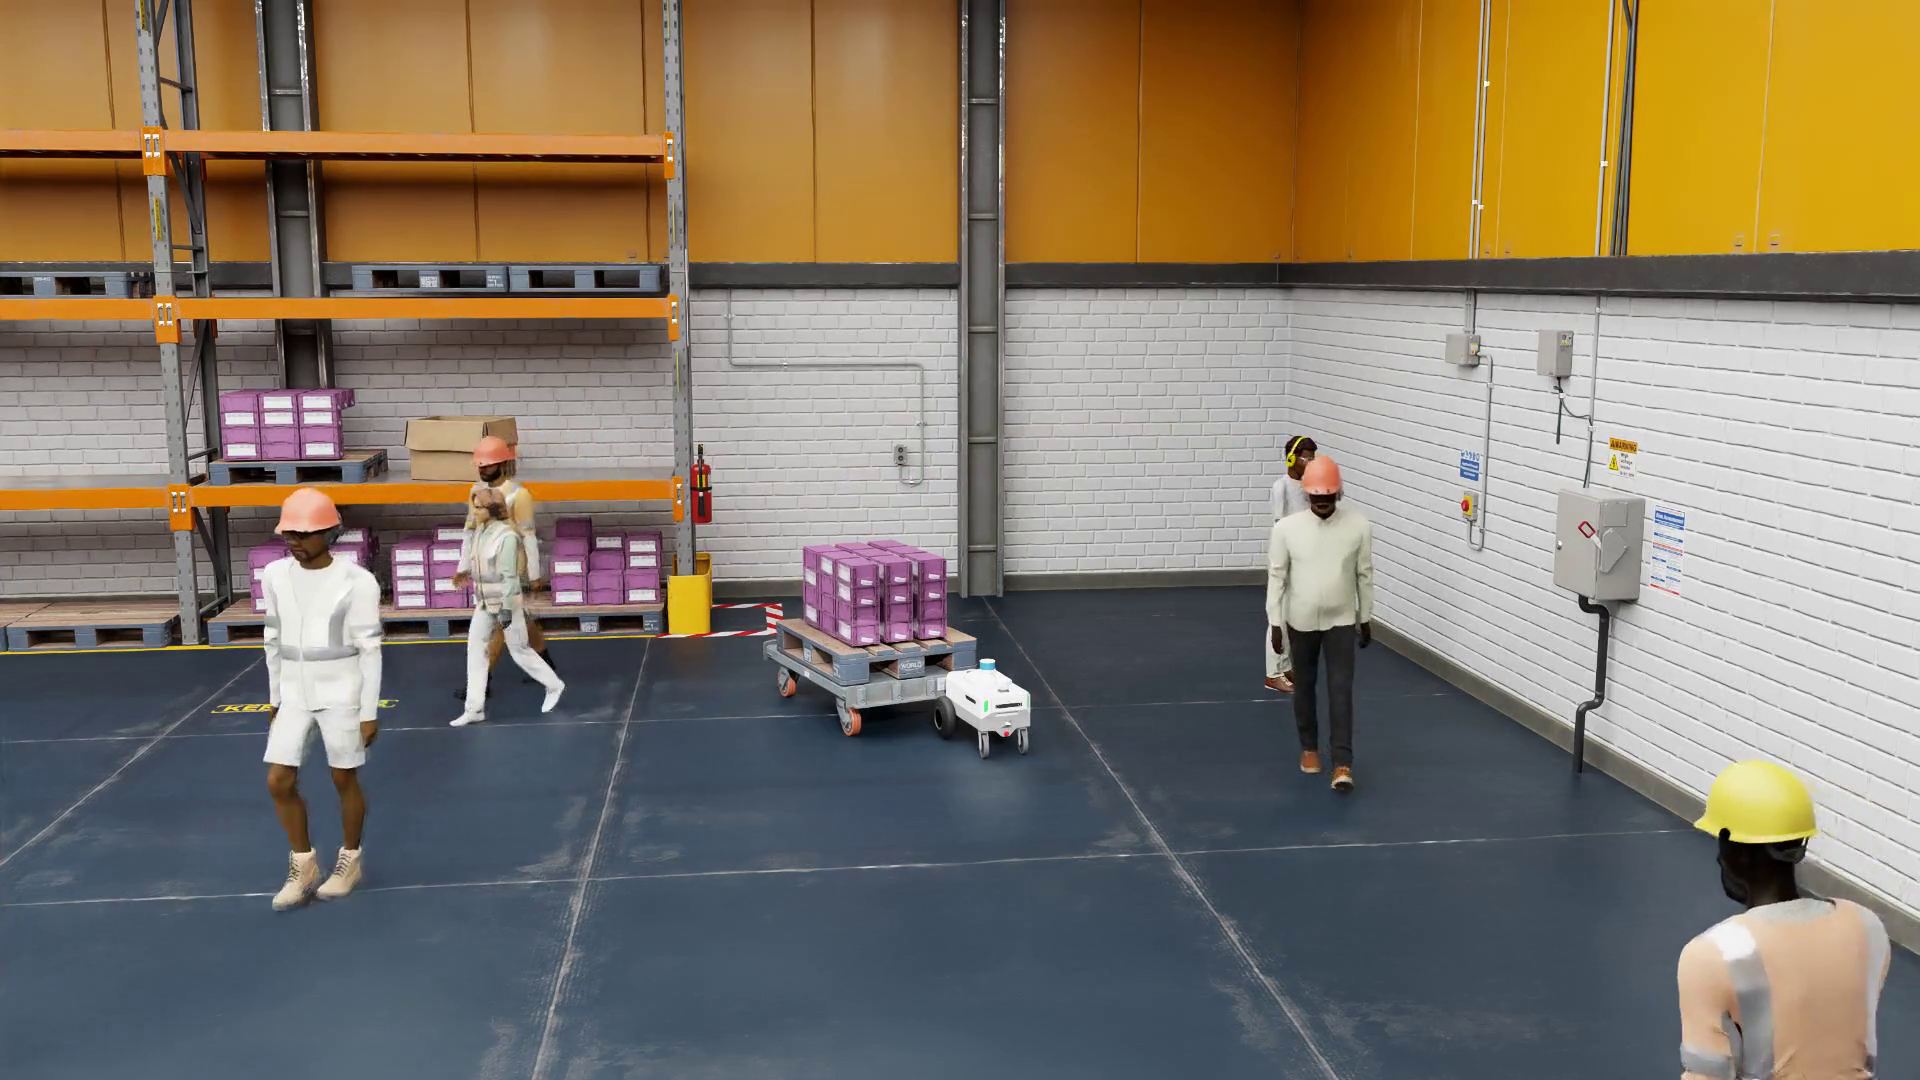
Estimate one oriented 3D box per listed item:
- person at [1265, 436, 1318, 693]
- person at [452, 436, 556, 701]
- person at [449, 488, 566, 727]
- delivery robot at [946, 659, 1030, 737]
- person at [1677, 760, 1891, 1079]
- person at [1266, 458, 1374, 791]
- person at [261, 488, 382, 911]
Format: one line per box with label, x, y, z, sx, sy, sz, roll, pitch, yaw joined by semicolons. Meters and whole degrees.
person;2.421;0.169;12.123;0.328;1.865;0.517;5;10;29
person;-3.283;0.179;12.026;0.557;1.894;0.990;7;11;36
person;-3.072;0.429;11.269;0.512;1.611;0.783;8;12;41
delivery robot;0.176;1.007;10.664;0.477;0.478;0.707;-3;10;-21
person;1.894;1.451;4.048;0.595;1.877;0.965;-2;9;-13
person;2.126;0.499;9.792;0.636;1.946;0.969;1;9;9
person;-3.070;0.765;7.884;0.653;2.023;0.658;2;9;10
